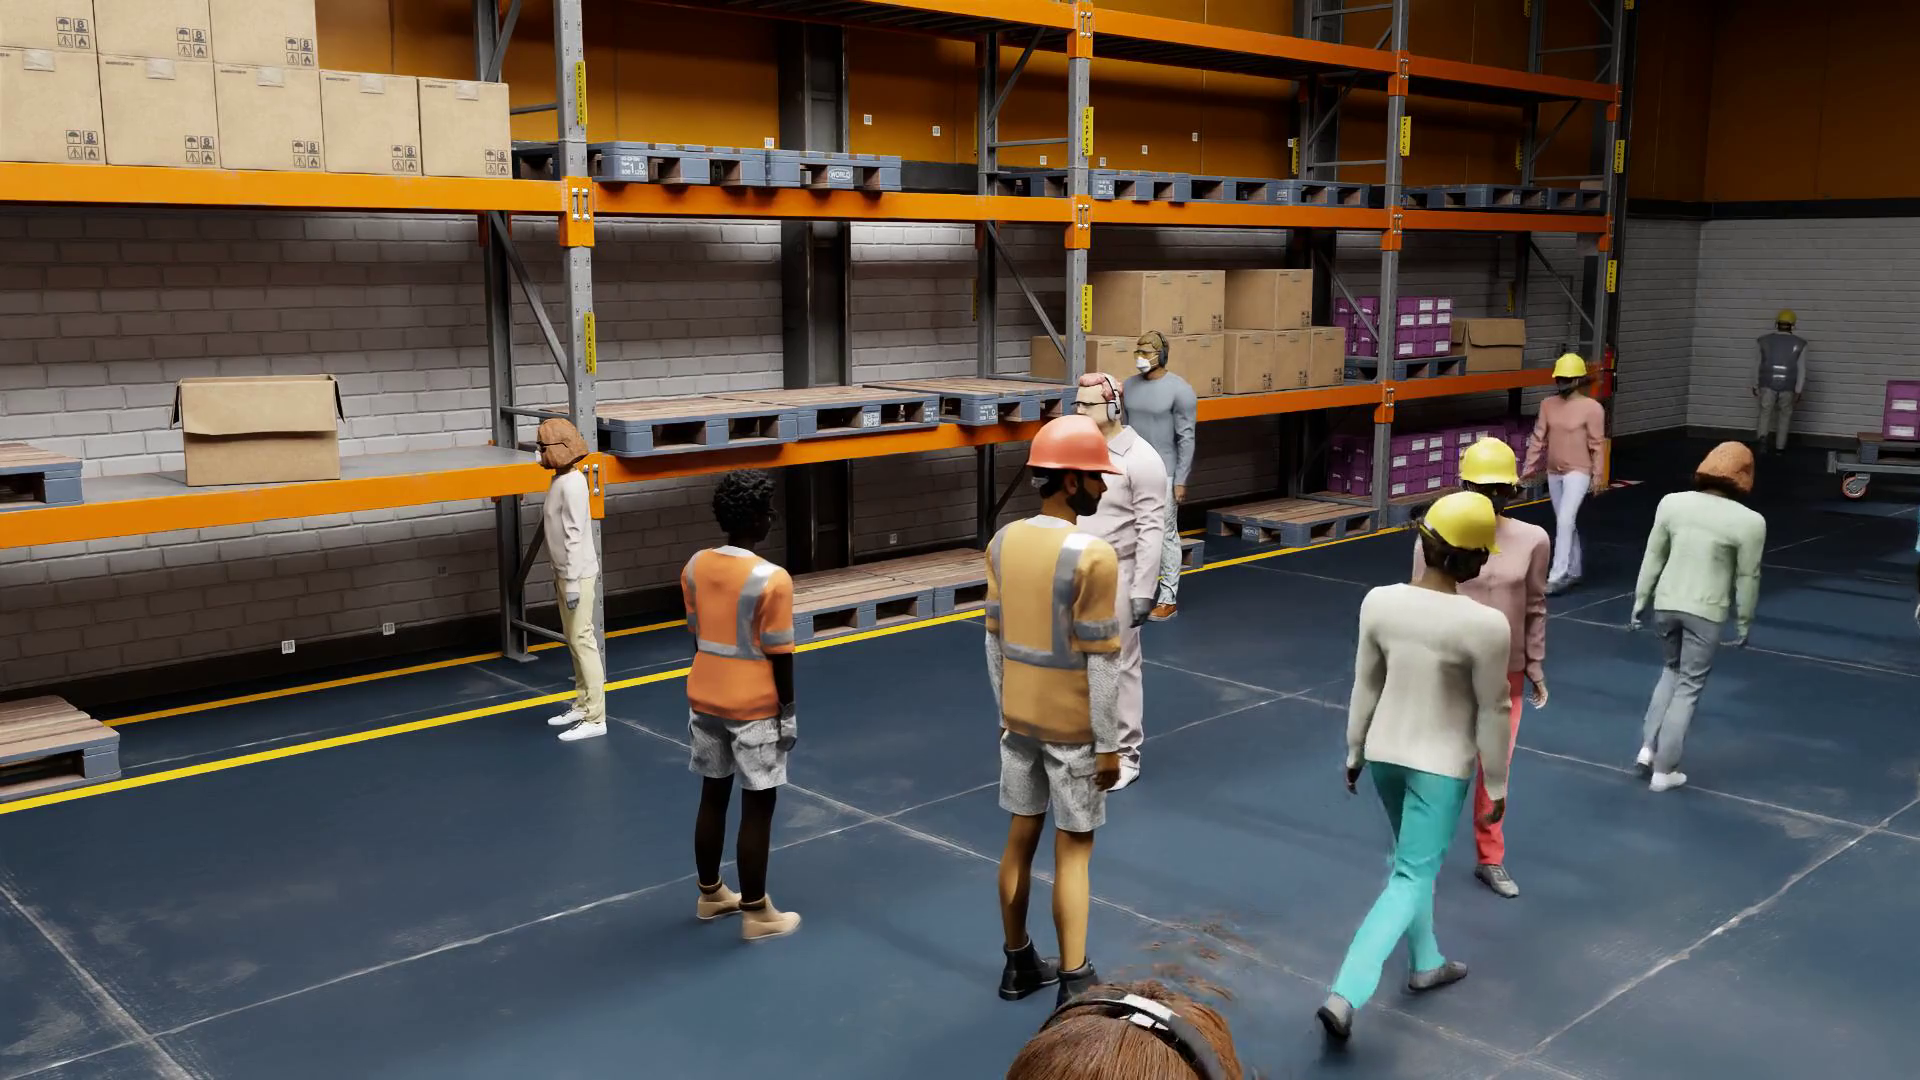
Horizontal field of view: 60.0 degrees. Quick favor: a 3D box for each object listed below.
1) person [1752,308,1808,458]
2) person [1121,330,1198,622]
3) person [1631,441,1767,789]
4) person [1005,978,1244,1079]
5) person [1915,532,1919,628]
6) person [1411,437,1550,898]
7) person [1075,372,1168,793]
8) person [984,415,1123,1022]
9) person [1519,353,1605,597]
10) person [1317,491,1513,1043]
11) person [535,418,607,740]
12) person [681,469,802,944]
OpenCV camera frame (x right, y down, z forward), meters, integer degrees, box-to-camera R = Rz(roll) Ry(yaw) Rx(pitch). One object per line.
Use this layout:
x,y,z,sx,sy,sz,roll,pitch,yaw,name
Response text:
9.865,-1.885,20.050,0.591,1.811,0.787,5,11,27,person
1.286,-0.428,11.140,0.370,1.940,0.627,-9,13,-43,person
3.344,0.349,7.563,0.432,1.600,0.545,-7,12,-36,person
0.114,1.276,1.505,0.649,1.824,0.538,6,11,31,person
4.663,0.297,7.672,0.767,1.674,0.533,-7,12,-34,person
1.955,0.492,6.276,0.538,1.763,0.325,-1,10,-3,person
0.624,0.187,7.637,0.409,1.907,0.650,-9,13,-43,person
0.320,0.567,5.334,0.375,1.934,0.547,-8,13,-39,person
4.295,-0.461,11.952,0.809,1.737,0.546,-5,11,-29,person
1.409,0.701,5.178,0.858,1.721,0.528,-8,13,-40,person
-1.982,0.193,8.437,0.285,1.626,0.496,-4,10,-22,person
-0.775,0.587,5.934,0.530,1.689,0.321,8,13,39,person
